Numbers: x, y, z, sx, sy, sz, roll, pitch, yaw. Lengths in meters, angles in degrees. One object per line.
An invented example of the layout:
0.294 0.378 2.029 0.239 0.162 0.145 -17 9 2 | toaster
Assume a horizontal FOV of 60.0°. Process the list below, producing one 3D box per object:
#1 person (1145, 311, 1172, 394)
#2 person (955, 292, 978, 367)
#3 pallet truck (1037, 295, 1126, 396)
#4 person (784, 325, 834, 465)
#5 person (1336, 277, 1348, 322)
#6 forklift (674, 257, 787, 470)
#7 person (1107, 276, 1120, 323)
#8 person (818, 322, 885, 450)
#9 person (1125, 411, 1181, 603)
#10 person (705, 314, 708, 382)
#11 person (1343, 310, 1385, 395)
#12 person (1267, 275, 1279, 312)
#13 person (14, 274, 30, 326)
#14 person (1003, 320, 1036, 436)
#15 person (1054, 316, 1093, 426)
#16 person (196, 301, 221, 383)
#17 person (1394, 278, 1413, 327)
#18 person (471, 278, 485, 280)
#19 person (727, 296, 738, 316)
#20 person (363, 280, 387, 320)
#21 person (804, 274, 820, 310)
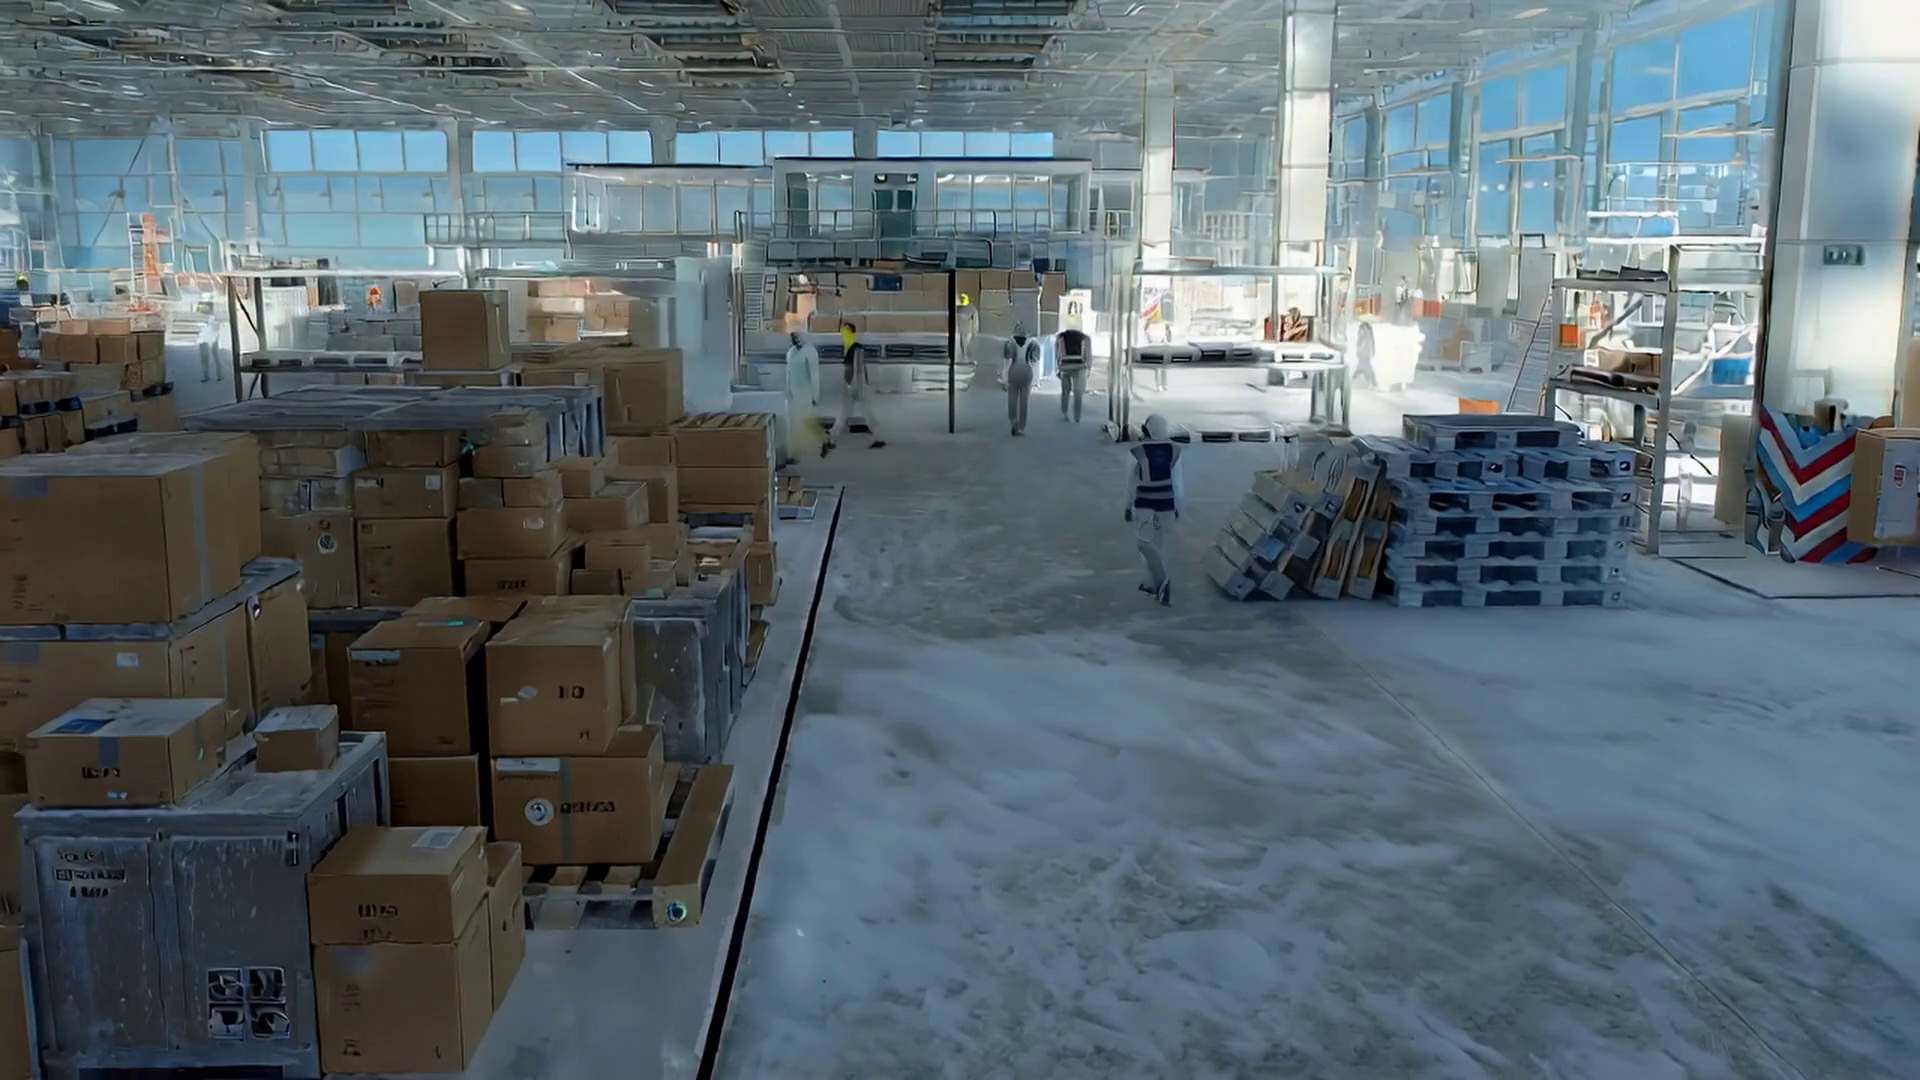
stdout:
3.993 -3.744 33.280 0.582 1.651 0.832 0 10 -3 | person
0.144 -4.691 37.815 0.634 1.917 0.826 7 13 36 | person
2.483 -3.881 33.060 1.885 1.965 0.823 -7 13 -36 | pallet truck
-2.102 -1.994 22.813 0.881 1.911 0.633 -8 13 -37 | person
12.370 -7.610 54.118 0.870 1.901 0.592 -5 12 -28 | person
-3.321 -2.277 21.666 1.873 2.768 1.129 -7 13 -36 | forklift
5.525 -8.658 60.181 0.801 1.813 0.647 -9 14 -42 | person
-1.558 -2.235 24.278 1.029 1.867 0.608 -6 12 -29 | person
1.655 -0.274 14.028 0.521 1.620 0.677 -4 11 -21 | person
-4.277 -2.730 27.006 0.491 1.883 0.762 1 10 7 | person
8.019 -3.709 32.970 0.921 1.704 0.493 -2 10 -10 | person
13.656 -10.855 72.041 0.625 1.958 0.995 -2 10 -11 | person
-33.626 -8.664 59.759 1.063 1.997 0.609 5 11 27 | person
0.933 -2.501 25.868 0.514 1.824 0.700 0 10 -2 | person
1.897 -2.823 27.719 0.646 1.803 0.900 1 10 4 | person
-16.147 -4.238 35.700 0.533 1.765 0.329 2 10 10 | person
13.952 -7.288 52.355 0.627 1.875 1.021 4 11 22 | person
-19.670 -10.061 67.880 0.587 1.867 0.698 0 10 1 | person
-4.939 -4.363 36.145 0.328 1.861 0.500 5 11 24 | person
-15.241 -5.769 43.460 0.537 2.000 0.682 1 10 8 | person
-5.209 -8.389 58.378 0.561 1.924 0.415 -1 10 -8 | person
